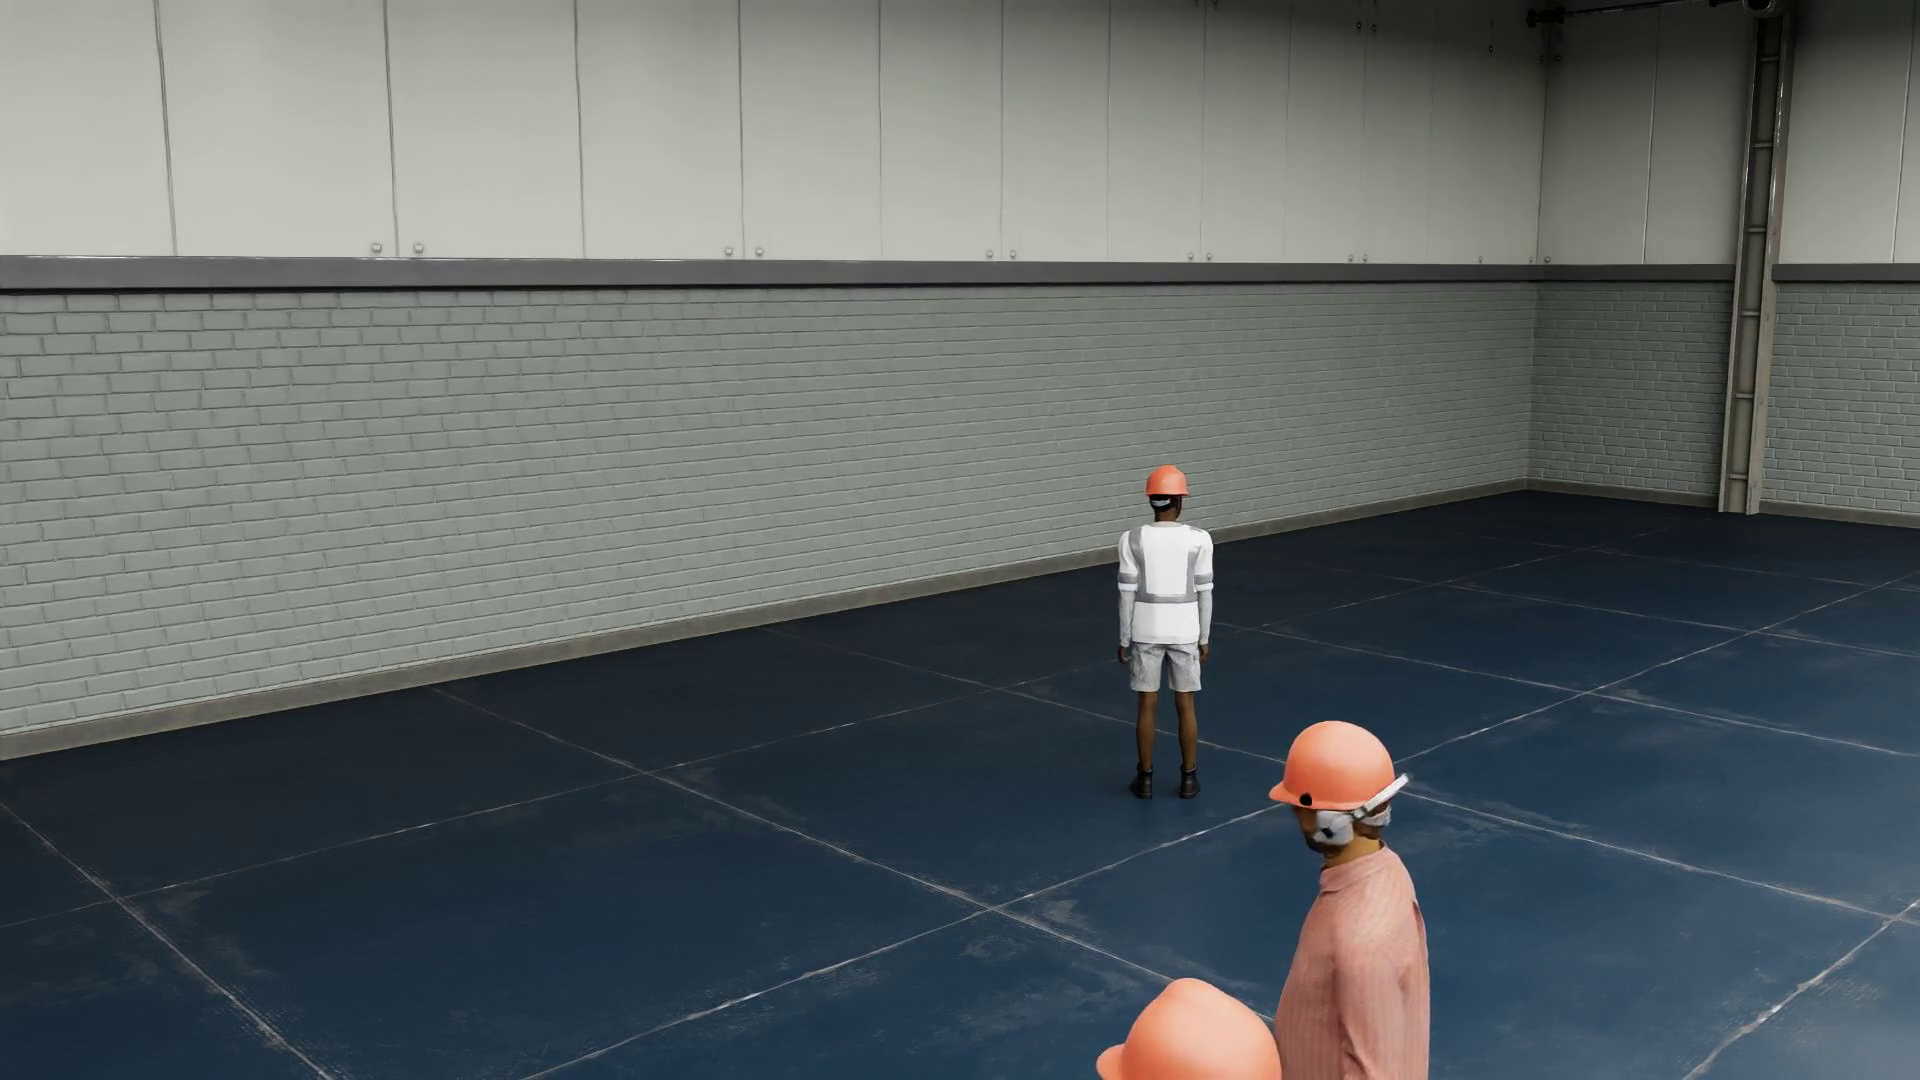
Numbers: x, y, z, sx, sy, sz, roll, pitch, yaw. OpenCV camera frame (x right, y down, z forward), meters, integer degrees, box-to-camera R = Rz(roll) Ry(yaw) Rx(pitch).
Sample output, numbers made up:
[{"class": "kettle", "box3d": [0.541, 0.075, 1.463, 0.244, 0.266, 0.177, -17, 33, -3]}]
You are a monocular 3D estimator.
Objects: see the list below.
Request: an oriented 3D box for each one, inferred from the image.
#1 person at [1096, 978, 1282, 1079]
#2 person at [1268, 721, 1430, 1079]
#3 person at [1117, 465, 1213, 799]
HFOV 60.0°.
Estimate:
[{"class": "person", "box3d": [0.373, 1.641, 2.693, 0.549, 1.942, 0.347, -6, 11, -34]}, {"class": "person", "box3d": [0.917, 1.406, 4.008, 0.391, 1.989, 0.610, 2, 9, 13]}, {"class": "person", "box3d": [1.175, 0.536, 9.581, 0.544, 1.933, 0.376, 1, 9, 5]}]
